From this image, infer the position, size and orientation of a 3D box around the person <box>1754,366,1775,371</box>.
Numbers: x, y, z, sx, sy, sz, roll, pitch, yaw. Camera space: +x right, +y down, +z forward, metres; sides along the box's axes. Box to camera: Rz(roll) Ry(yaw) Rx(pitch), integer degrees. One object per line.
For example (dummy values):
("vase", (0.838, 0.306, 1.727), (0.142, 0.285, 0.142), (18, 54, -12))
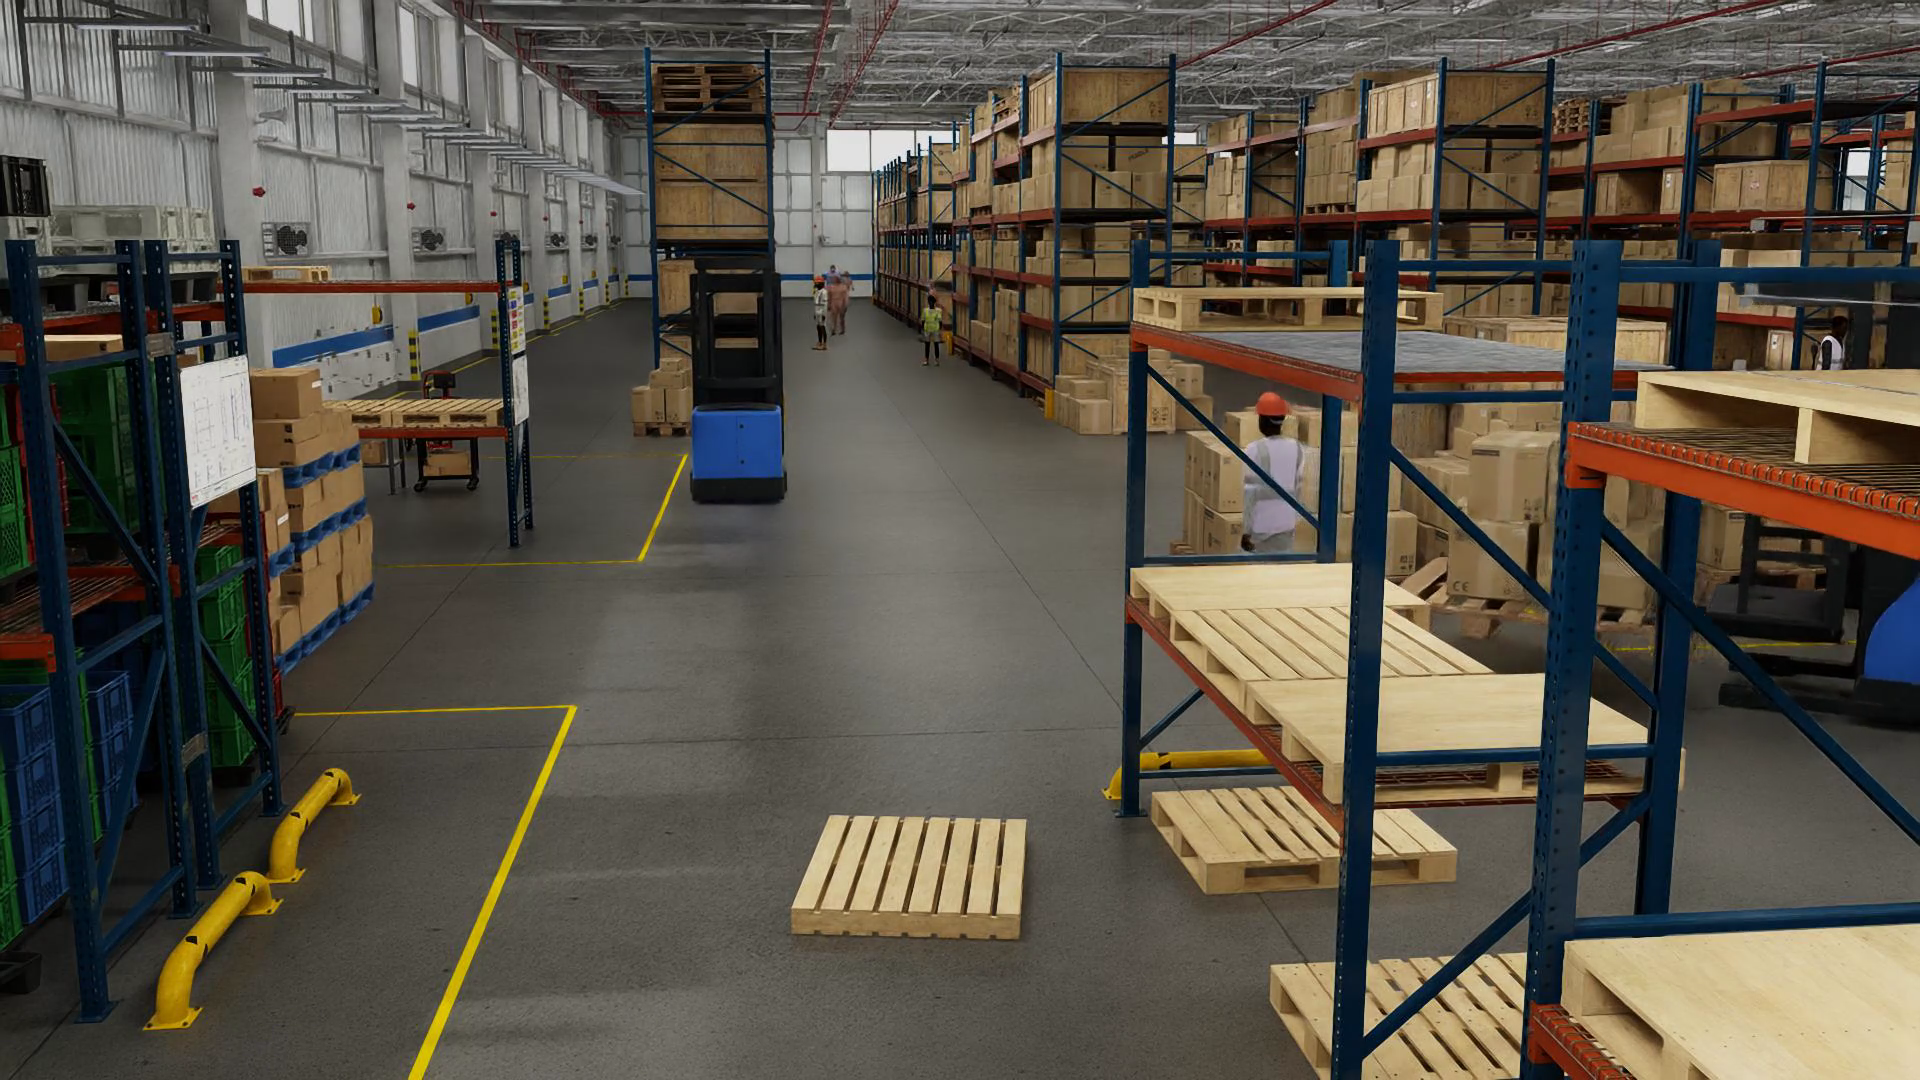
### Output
("person", (8.950, -1.131, 18.651), (0.364, 1.623, 0.537), (-4, 11, -20))

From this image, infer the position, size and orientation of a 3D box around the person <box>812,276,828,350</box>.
("person", (-3.880, -6.271, 45.984), (0.357, 2.047, 0.614), (-6, 12, -31))

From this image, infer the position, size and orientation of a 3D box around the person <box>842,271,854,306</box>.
("person", (-5.255, -11.665, 77.141), (0.828, 1.594, 0.568), (10, 14, 44))

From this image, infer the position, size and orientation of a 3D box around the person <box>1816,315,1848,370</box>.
("person", (13.096, -2.420, 25.040), (0.397, 1.911, 0.587), (10, 14, 44))

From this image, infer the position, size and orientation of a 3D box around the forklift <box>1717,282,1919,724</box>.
("forklift", (5.990, -0.294, 10.565), (1.873, 2.768, 1.129), (5, 12, 28))

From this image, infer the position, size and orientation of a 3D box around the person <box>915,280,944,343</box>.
("person", (-0.878, -6.733, 49.071), (0.936, 1.857, 0.697), (0, 10, 3))

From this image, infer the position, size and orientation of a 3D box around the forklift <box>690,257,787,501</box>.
("forklift", (-2.650, -1.955, 19.765), (1.129, 2.768, 1.873), (-1, 10, -6))

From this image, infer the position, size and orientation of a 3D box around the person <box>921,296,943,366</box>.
("person", (-0.684, -5.070, 40.308), (0.538, 1.696, 0.317), (2, 10, 11))

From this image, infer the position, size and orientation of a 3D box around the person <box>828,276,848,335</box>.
("person", (-3.932, -7.514, 53.365), (0.651, 1.879, 0.892), (2, 10, 9))

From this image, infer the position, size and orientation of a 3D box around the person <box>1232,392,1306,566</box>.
("person", (2.285, -0.136, 12.351), (0.566, 1.914, 0.569), (-5, 12, -27))

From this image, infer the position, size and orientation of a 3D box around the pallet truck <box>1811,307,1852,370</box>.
("pallet truck", (15.846, -3.142, 28.793), (1.885, 1.965, 0.823), (2, 10, 12))

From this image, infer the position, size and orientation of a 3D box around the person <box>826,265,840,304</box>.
("person", (-5.716, -11.437, 74.950), (0.647, 1.923, 0.436), (-2, 10, -9))
